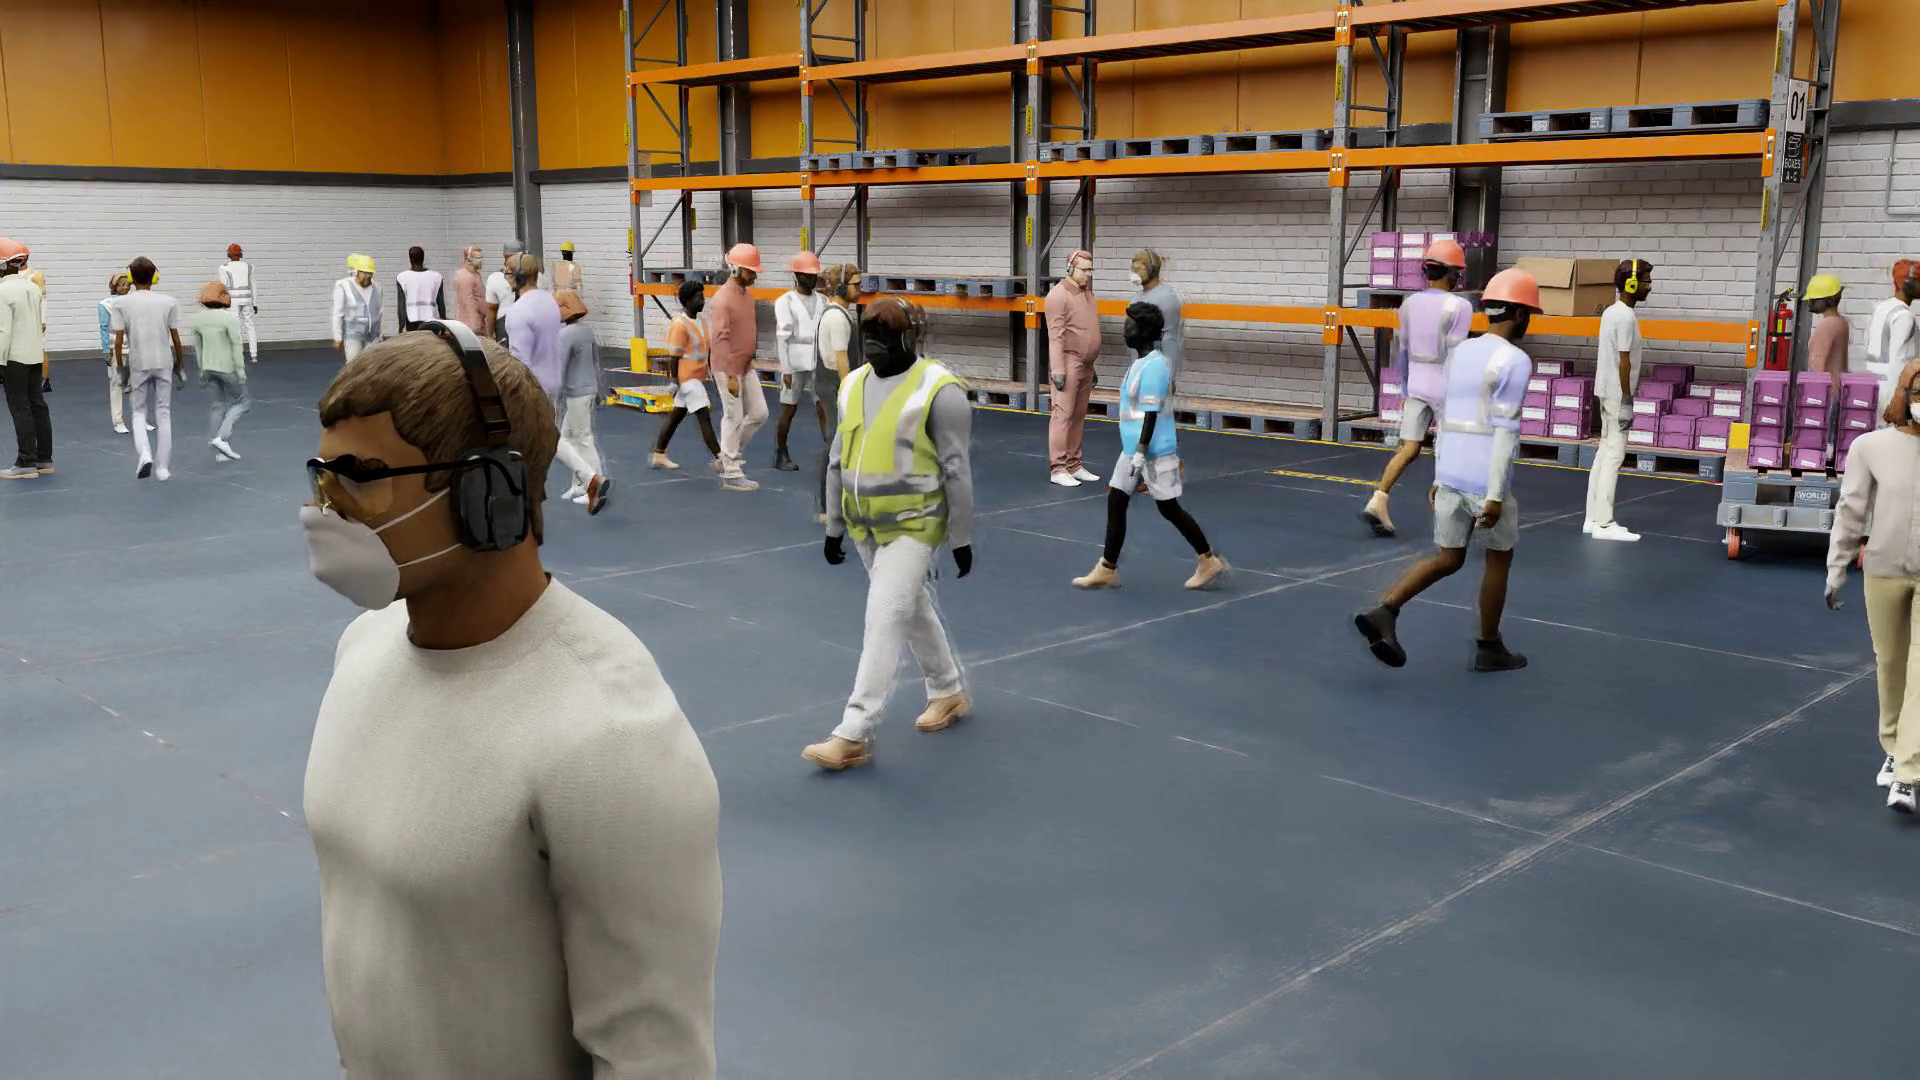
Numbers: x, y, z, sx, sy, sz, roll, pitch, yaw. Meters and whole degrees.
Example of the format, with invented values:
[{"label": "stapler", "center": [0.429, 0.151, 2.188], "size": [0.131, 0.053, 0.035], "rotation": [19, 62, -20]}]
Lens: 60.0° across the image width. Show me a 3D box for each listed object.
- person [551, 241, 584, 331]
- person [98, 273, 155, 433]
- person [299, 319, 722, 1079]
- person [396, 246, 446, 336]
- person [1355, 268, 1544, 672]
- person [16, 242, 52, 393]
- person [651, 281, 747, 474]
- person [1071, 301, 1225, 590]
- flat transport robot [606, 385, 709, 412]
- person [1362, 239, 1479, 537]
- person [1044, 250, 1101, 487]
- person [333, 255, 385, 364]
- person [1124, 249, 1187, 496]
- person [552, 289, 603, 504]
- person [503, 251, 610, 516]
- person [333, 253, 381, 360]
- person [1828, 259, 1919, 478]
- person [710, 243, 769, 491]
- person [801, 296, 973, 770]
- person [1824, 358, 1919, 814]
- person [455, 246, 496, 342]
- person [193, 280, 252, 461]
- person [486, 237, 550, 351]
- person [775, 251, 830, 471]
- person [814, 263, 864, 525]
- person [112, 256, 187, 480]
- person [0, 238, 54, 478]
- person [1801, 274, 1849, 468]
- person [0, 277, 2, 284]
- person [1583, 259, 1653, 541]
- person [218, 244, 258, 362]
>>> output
[{"label": "person", "center": [-6.425, -3.937, 27.325], "size": [0.593, 1.924, 0.372], "rotation": [4, 11, 22]}, {"label": "person", "center": [-8.588, -1.923, 17.123], "size": [0.306, 1.640, 0.522], "rotation": [5, 12, 27]}, {"label": "person", "center": [-0.503, 0.737, 1.806], "size": [0.630, 1.940, 0.372], "rotation": [10, 14, 43]}, {"label": "person", "center": [-6.787, -2.759, 21.017], "size": [0.599, 1.893, 0.676], "rotation": [-7, 12, -33]}, {"label": "person", "center": [2.259, -0.291, 7.591], "size": [0.830, 1.890, 0.556], "rotation": [-4, 11, -22]}, {"label": "person", "center": [-12.005, -2.850, 21.373], "size": [0.552, 1.932, 0.377], "rotation": [3, 11, 17]}, {"label": "person", "center": [-2.283, -1.386, 14.199], "size": [0.921, 1.643, 0.532], "rotation": [2, 11, 11]}, {"label": "person", "center": [1.111, -0.523, 9.429], "size": [0.847, 1.659, 0.529], "rotation": [-2, 11, -10]}, {"label": "flat transport robot", "center": [-3.542, -1.655, 19.398], "size": [0.652, 0.197, 1.431], "rotation": [-7, 13, -35]}, {"label": "person", "center": [3.135, -1.011, 11.171], "size": [0.993, 2.008, 0.622], "rotation": [-7, 12, -32]}, {"label": "person", "center": [0.946, -1.397, 13.547], "size": [0.406, 1.902, 0.637], "rotation": [6, 12, 30]}, {"label": "person", "center": [-6.856, -2.345, 18.989], "size": [0.612, 1.803, 0.599], "rotation": [9, 14, 40]}, {"label": "person", "center": [1.451, -1.277, 12.844], "size": [0.452, 1.916, 0.647], "rotation": [-4, 11, -22]}, {"label": "person", "center": [-2.929, -1.073, 12.532], "size": [0.554, 1.608, 0.522], "rotation": [2, 11, 11]}, {"label": "person", "center": [-2.906, -1.050, 11.621], "size": [0.755, 1.917, 0.640], "rotation": [2, 11, 13]}, {"label": "person", "center": [-7.394, -2.631, 20.533], "size": [0.595, 1.809, 0.737], "rotation": [-8, 13, -36]}, {"label": "person", "center": [6.567, -1.062, 11.821], "size": [0.716, 1.861, 0.586], "rotation": [2, 11, 11]}, {"label": "person", "center": [-1.718, -1.339, 13.071], "size": [0.479, 1.953, 0.642], "rotation": [4, 11, 19]}, {"label": "person", "center": [-0.265, -0.053, 6.515], "size": [0.642, 1.794, 0.983], "rotation": [10, 14, 42]}, {"label": "person", "center": [3.335, 0.157, 5.862], "size": [0.529, 1.595, 0.816], "rotation": [9, 14, 40]}, {"label": "person", "center": [-6.035, -2.747, 20.953], "size": [0.632, 1.879, 0.671], "rotation": [-2, 11, -8]}, {"label": "person", "center": [-6.593, -1.505, 14.878], "size": [0.526, 1.619, 0.354], "rotation": [3, 11, 18]}, {"label": "person", "center": [-4.781, -2.291, 18.038], "size": [0.688, 2.000, 0.855], "rotation": [-7, 12, -32]}, {"label": "person", "center": [-1.286, -1.488, 14.092], "size": [0.560, 1.881, 0.966], "rotation": [-8, 13, -36]}, {"label": "person", "center": [-0.816, -1.002, 11.581], "size": [0.426, 1.830, 0.501], "rotation": [0, 10, 1]}, {"label": "person", "center": [-6.697, -1.417, 13.790], "size": [0.517, 1.851, 0.376], "rotation": [-5, 11, -24]}, {"label": "person", "center": [-7.885, -1.514, 13.923], "size": [0.375, 1.995, 0.611], "rotation": [0, 10, 0]}, {"label": "person", "center": [6.396, -1.063, 12.144], "size": [0.579, 1.739, 0.569], "rotation": [9, 14, 42]}, {"label": "person", "center": [-13.301, -3.066, 23.015], "size": [0.534, 1.766, 0.317], "rotation": [-7, 12, -32]}, {"label": "person", "center": [4.406, -0.932, 11.118], "size": [0.309, 1.861, 0.535], "rotation": [1, 10, 8]}, {"label": "person", "center": [-11.467, -3.757, 26.458], "size": [0.583, 1.882, 0.337], "rotation": [-10, 14, -43]}]
